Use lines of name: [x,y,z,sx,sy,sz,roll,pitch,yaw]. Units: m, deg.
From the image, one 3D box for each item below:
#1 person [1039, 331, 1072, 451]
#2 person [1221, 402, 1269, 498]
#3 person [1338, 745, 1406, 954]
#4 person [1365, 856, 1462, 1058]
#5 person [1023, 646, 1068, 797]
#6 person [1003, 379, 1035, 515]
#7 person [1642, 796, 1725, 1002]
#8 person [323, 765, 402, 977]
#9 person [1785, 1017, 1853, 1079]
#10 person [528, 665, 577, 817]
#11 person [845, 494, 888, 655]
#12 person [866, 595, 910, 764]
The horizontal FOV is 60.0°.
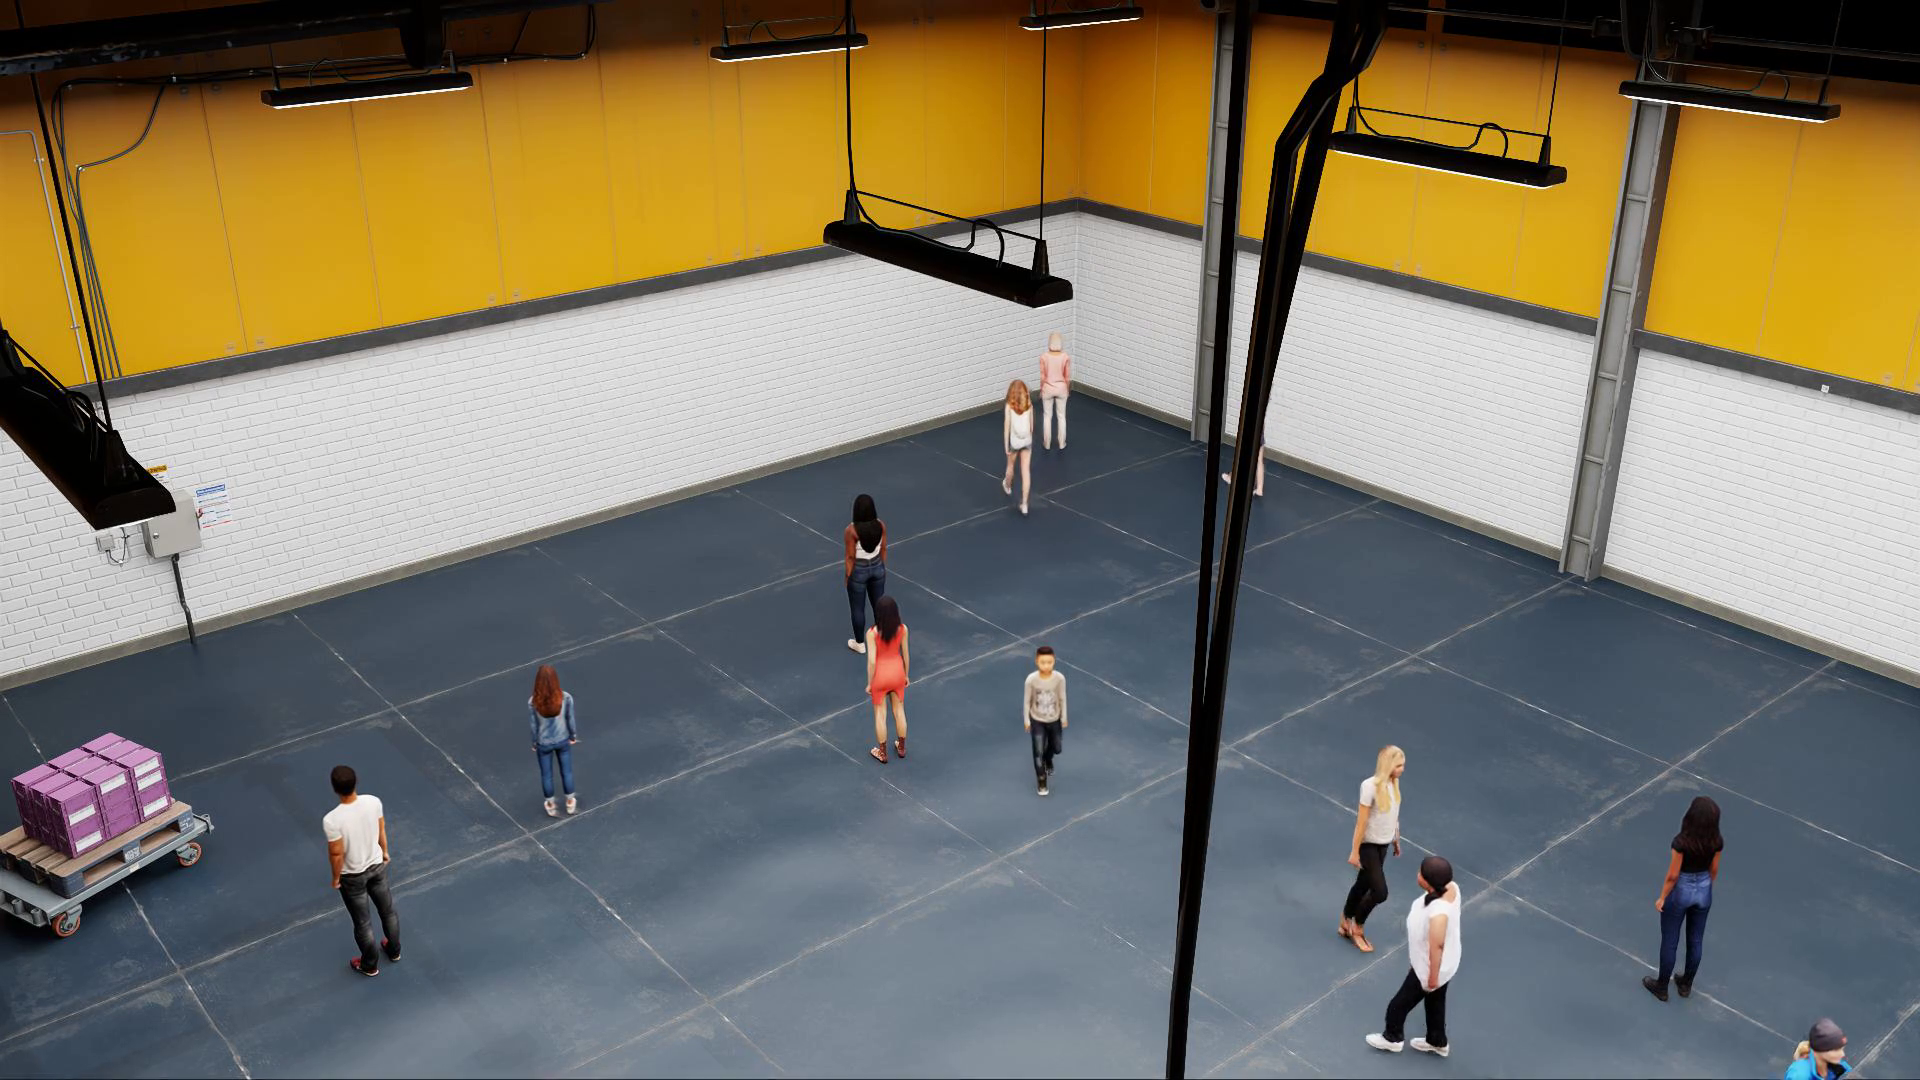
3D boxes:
person: [1.342,-2.134,23.648,0.679,1.724,0.719,0,24,0]
person: [3.921,-1.338,21.964,0.720,1.615,1.022,-13,27,-27]
person: [3.177,2.394,13.190,0.668,1.805,0.660,21,31,40]
person: [3.435,3.023,11.920,0.912,1.669,0.818,13,27,27]
person: [0.783,1.622,15.391,0.760,1.456,0.839,-2,24,-5]
person: [0.804,-1.171,21.457,0.945,1.715,1.187,-4,24,-10]
person: [5.497,2.706,12.558,0.651,1.739,0.684,-3,24,-6]
person: [-4.627,2.539,12.866,0.602,1.799,0.685,18,29,35]
person: [5.104,3.661,10.318,0.700,1.783,0.912,-14,27,-30]
person: [-3.665,1.801,14.957,0.609,1.475,0.596,-9,25,-19]
person: [-1.001,0.350,17.858,0.692,1.810,0.674,-11,26,-24]
person: [-0.690,1.312,15.772,0.639,1.719,0.588,-11,26,-23]
